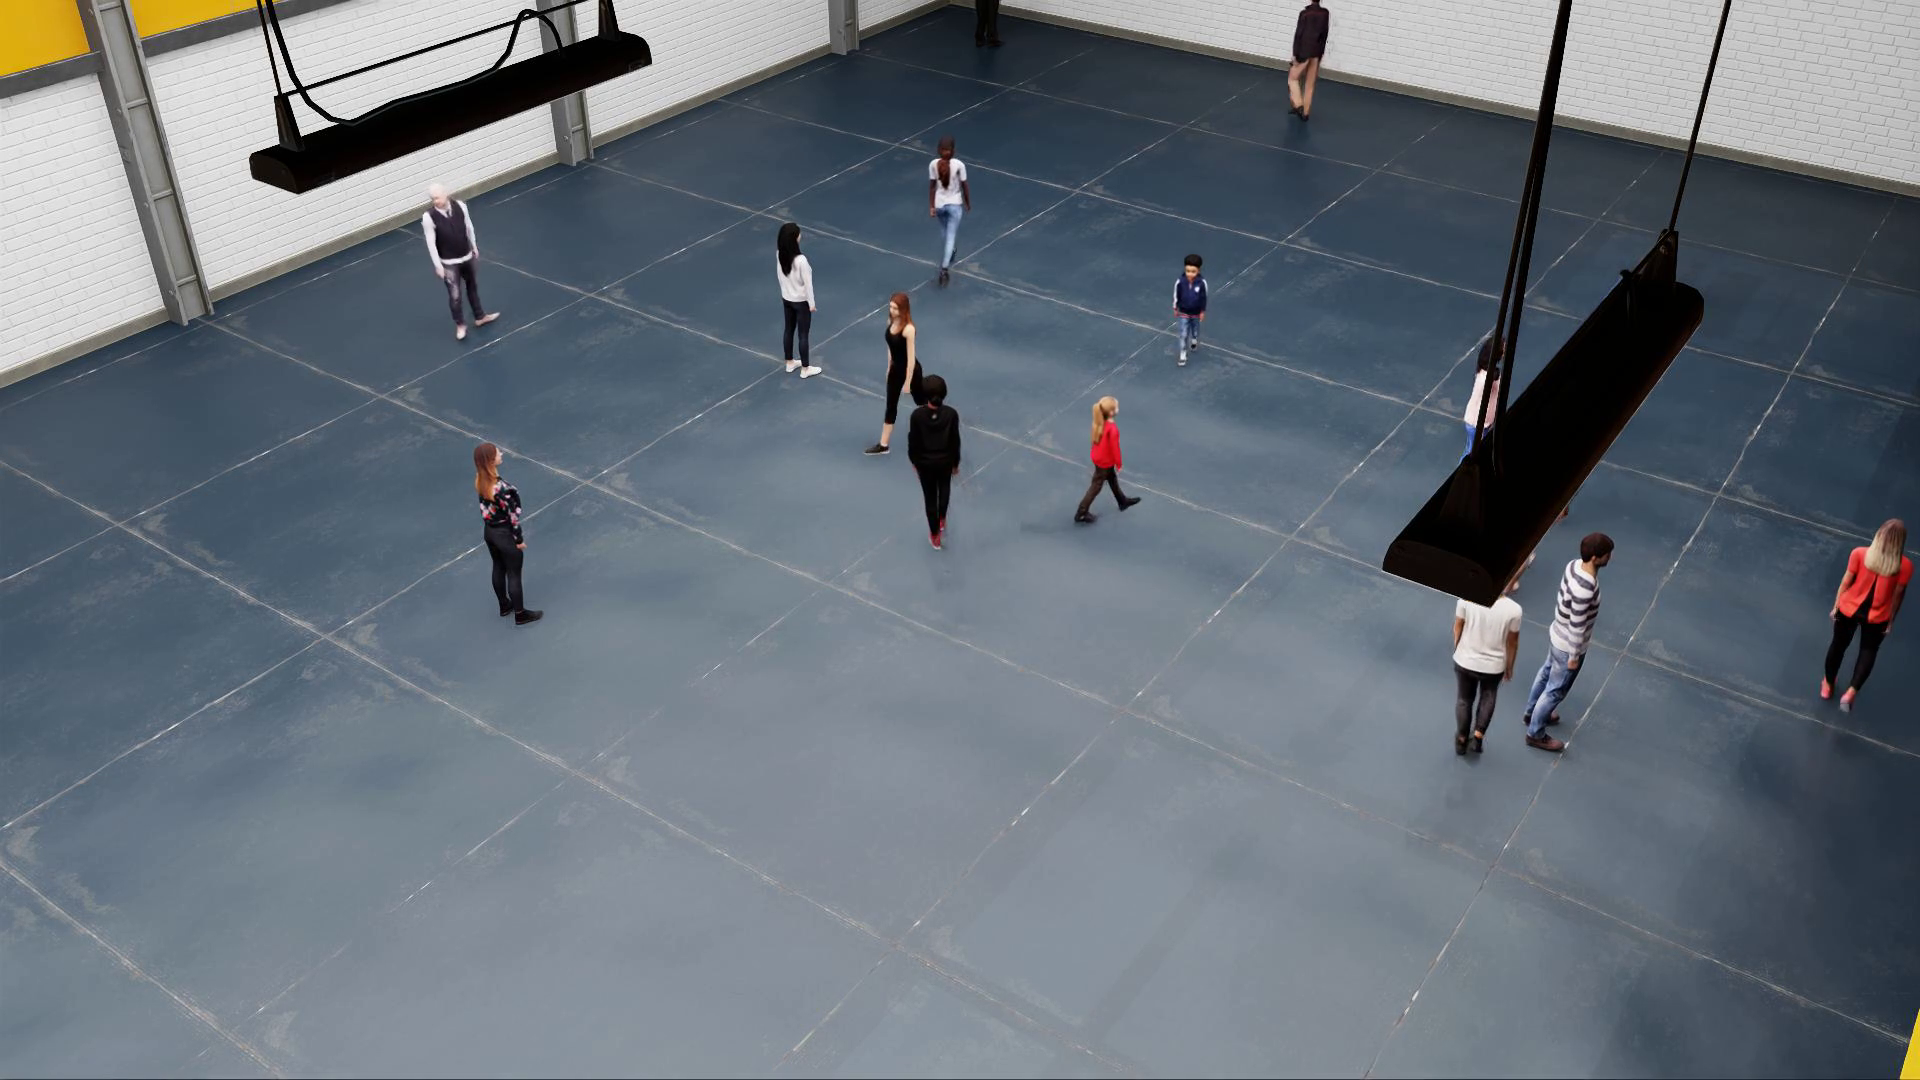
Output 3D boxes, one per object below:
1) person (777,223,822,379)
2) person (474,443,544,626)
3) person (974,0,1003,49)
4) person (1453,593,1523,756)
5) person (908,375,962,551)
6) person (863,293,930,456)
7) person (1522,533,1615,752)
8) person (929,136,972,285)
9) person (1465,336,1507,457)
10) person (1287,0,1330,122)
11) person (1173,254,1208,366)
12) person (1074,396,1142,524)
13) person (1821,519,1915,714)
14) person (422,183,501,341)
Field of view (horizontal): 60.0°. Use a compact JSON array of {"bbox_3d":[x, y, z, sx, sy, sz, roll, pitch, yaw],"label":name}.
[{"bbox_3d":[-1.718,-2.515,17.360,0.632,1.700,0.581,26,41,33],"label":"person"},{"bbox_3d":[-3.770,-0.060,13.682,0.588,1.684,0.531,26,42,33],"label":"person"},{"bbox_3d":[0.433,-8.908,26.786,0.816,1.913,0.750,16,37,23],"label":"person"},{"bbox_3d":[3.808,0.904,12.210,0.708,1.707,0.743,13,36,19],"label":"person"},{"bbox_3d":[-0.213,-0.647,14.588,0.835,1.658,0.903,-4,34,-6],"label":"person"},{"bbox_3d":[-0.445,-1.618,16.031,1.180,1.678,0.802,-22,40,-30],"label":"person"},{"bbox_3d":[4.506,0.731,12.346,0.776,1.846,0.623,7,34,10],"label":"person"},{"bbox_3d":[-0.146,-3.809,19.330,0.823,1.676,1.190,10,35,15],"label":"person"},{"bbox_3d":[4.714,-1.067,15.120,0.773,1.769,0.593,11,35,16],"label":"person"},{"bbox_3d":[5.012,-6.929,23.807,0.821,1.915,0.891,-8,34,-12],"label":"person"},{"bbox_3d":[2.473,-2.492,17.767,0.655,1.212,0.791,8,34,12],"label":"person"},{"bbox_3d":[1.255,-0.699,15.034,0.971,1.250,0.834,-11,35,-16],"label":"person"},{"bbox_3d":[6.874,0.607,12.679,0.628,1.682,0.883,17,37,24],"label":"person"},{"bbox_3d":[-5.455,-3.075,18.112,0.986,1.800,0.530,17,37,24],"label":"person"}]
